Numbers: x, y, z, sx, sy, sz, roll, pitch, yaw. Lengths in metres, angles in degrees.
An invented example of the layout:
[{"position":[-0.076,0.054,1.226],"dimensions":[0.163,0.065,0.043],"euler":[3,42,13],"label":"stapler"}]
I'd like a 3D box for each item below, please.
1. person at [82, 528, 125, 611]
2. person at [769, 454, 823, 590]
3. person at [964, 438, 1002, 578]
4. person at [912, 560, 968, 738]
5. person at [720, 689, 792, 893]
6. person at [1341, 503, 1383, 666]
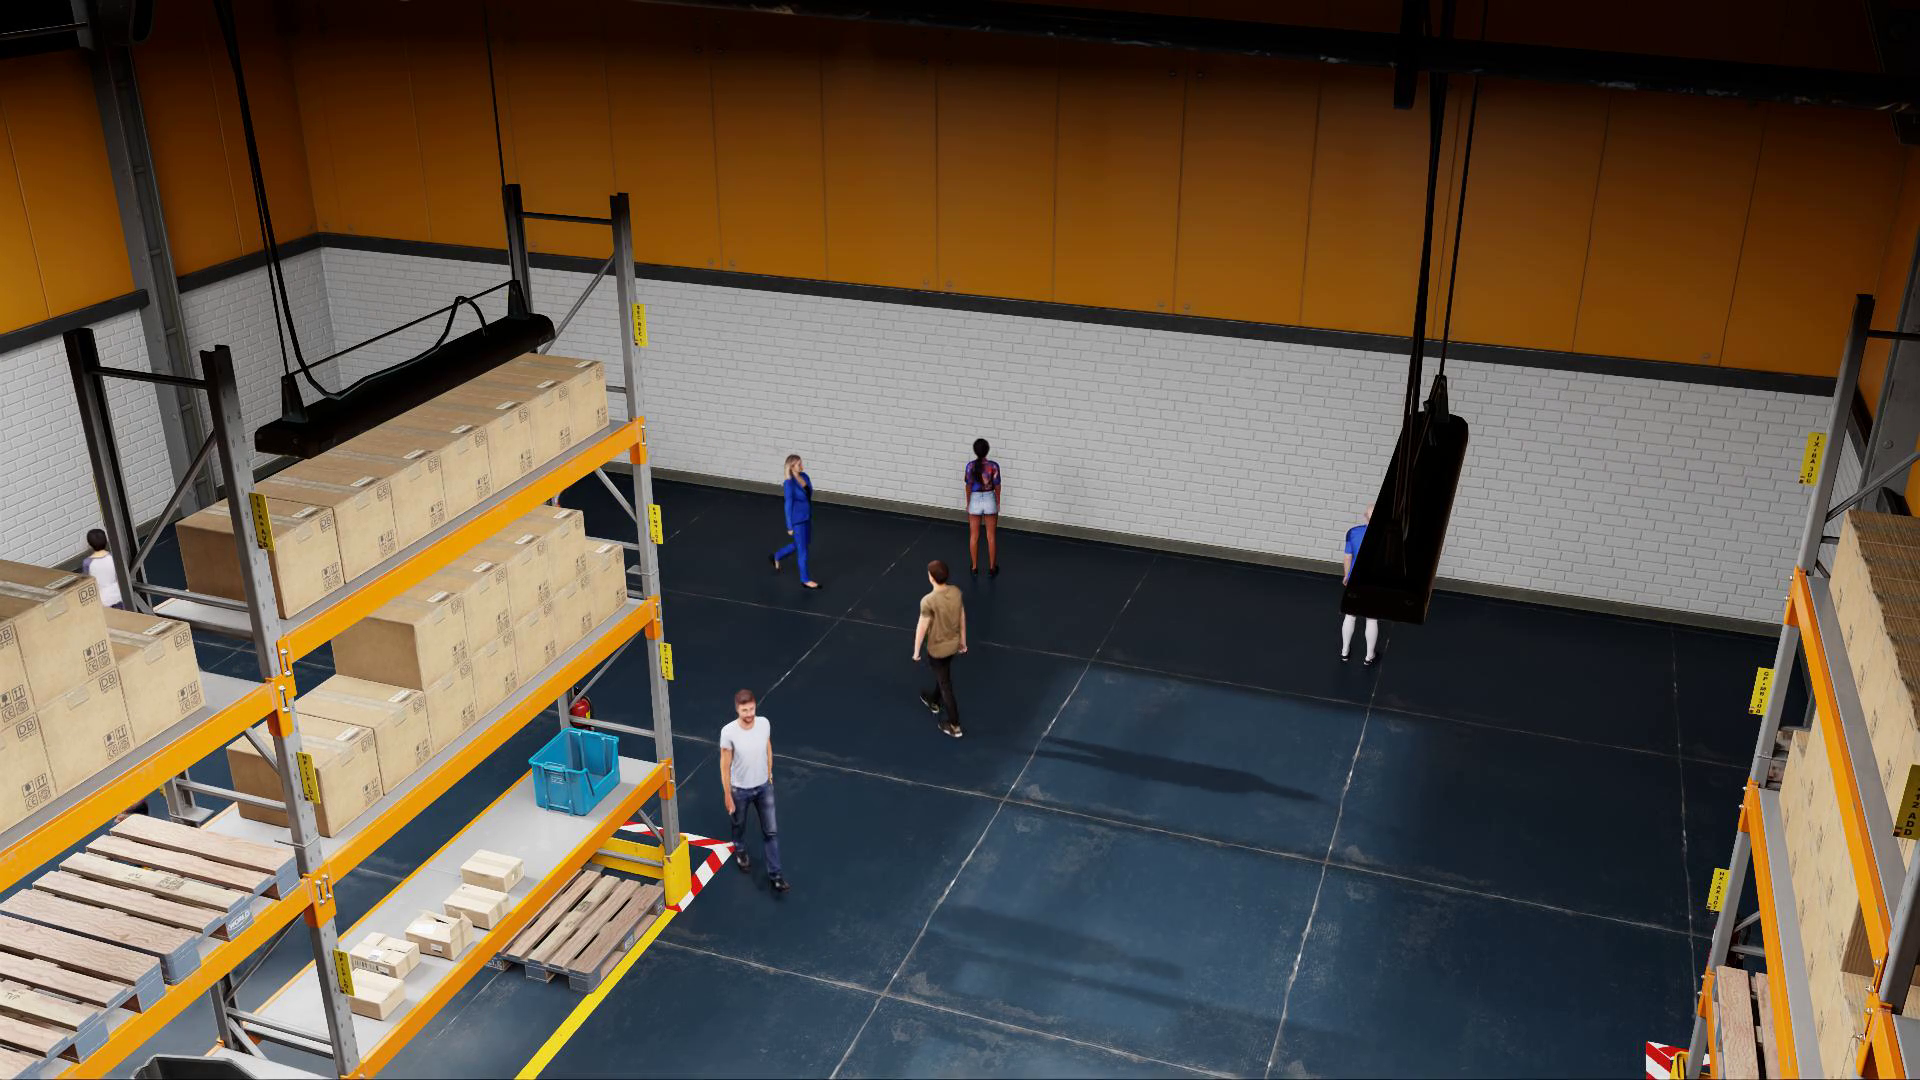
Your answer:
[{"position":[-9.159,0.626,17.880],"dimensions":[0.818,1.548,0.841],"euler":[-16,28,-32],"label":"person"},{"position":[-1.984,-0.227,19.662],"dimensions":[0.681,1.685,0.870],"euler":[9,25,20],"label":"person"},{"position":[0.273,-0.402,19.986],"dimensions":[0.645,1.745,0.605],"euler":[2,24,4],"label":"person"},{"position":[-0.107,1.098,16.455],"dimensions":[1.103,1.825,1.045],"euler":[-20,30,-38],"label":"person"},{"position":[-1.839,2.069,14.236],"dimensions":[1.122,1.823,1.182],"euler":[-11,26,-24],"label":"person"},{"position":[4.369,0.458,17.898],"dimensions":[0.704,1.842,0.616],"euler":[13,27,27],"label":"person"}]
